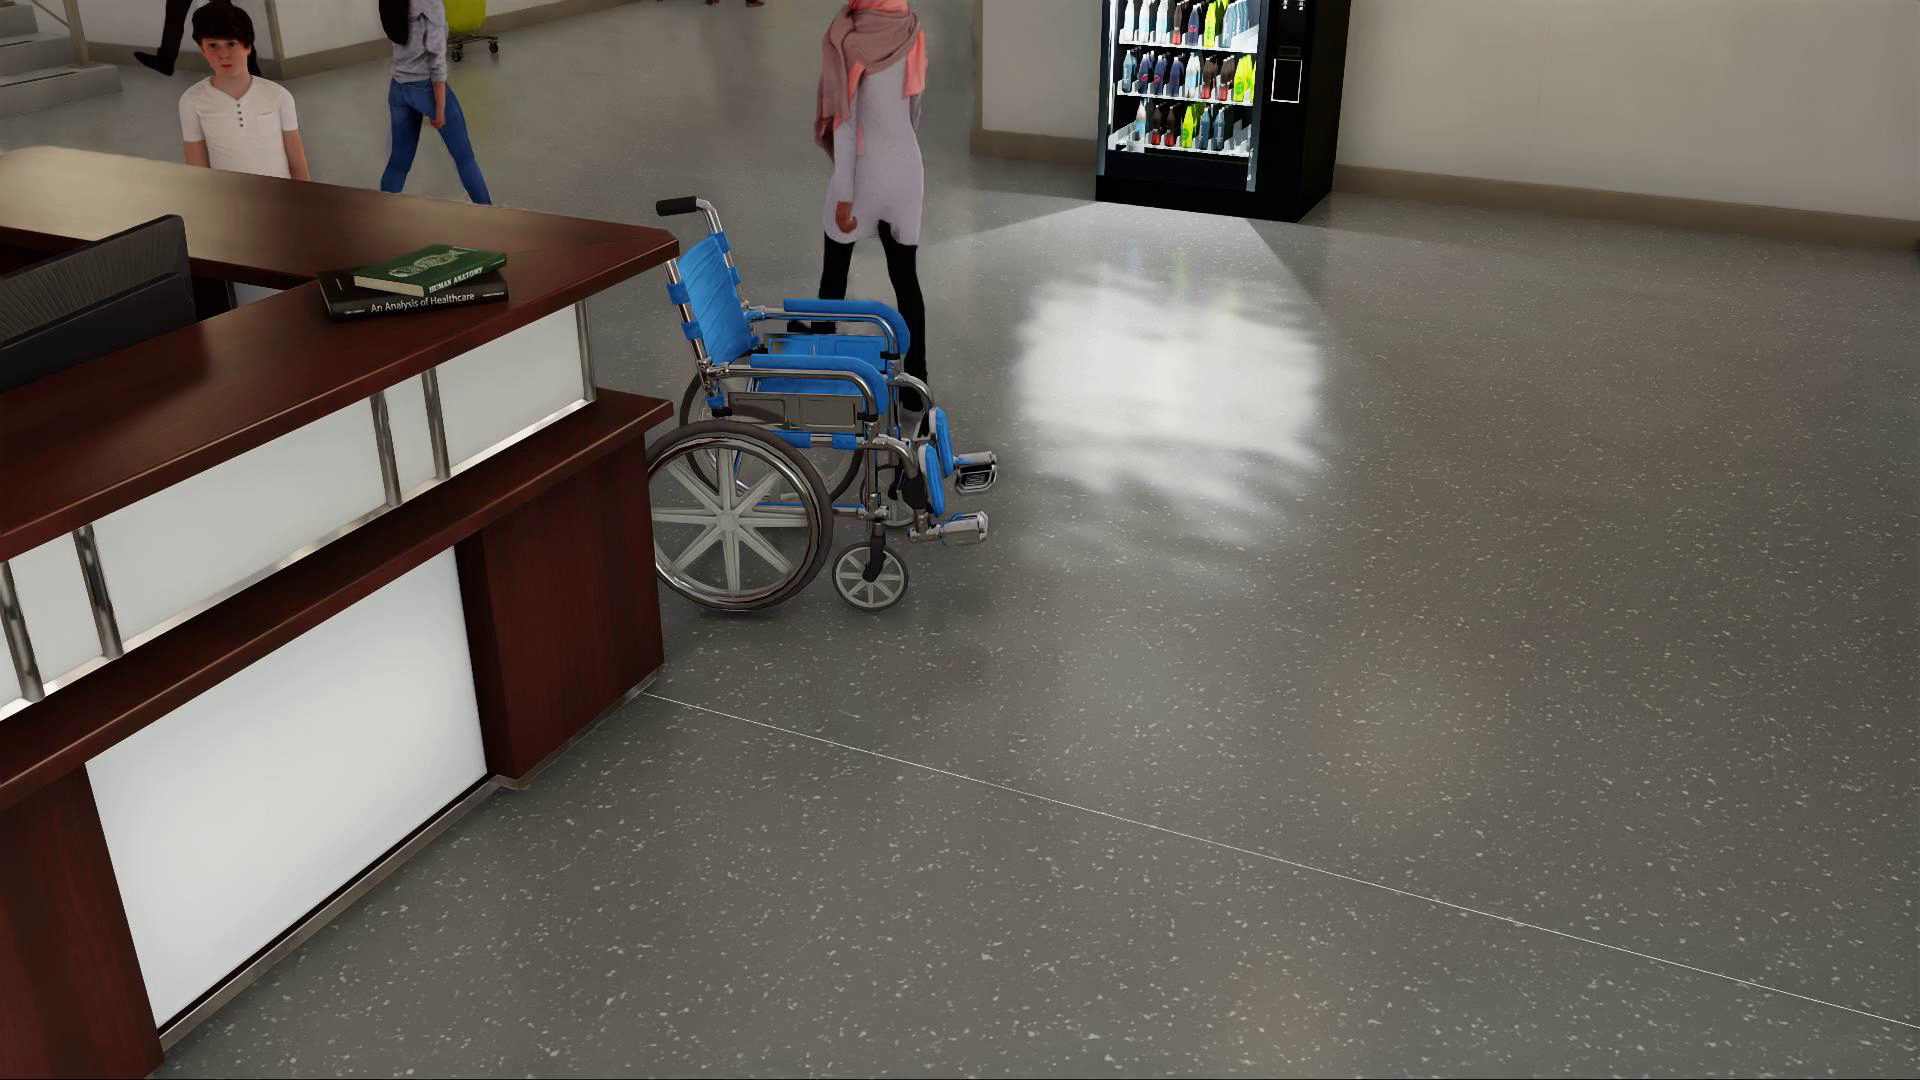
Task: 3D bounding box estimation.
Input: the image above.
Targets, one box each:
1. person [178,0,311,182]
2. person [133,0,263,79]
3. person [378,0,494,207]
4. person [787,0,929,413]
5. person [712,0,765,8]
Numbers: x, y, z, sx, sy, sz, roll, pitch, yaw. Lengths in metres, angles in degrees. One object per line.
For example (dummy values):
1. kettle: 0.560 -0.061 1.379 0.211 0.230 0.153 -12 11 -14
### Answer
1. person: -2.563 -1.119 6.097 0.659 1.655 0.706 -11 28 -22
2. person: -5.757 -4.409 12.737 1.291 1.813 0.854 5 26 10
3. person: -2.813 -2.223 8.469 1.012 1.584 0.727 14 29 27
4. person: -0.258 -1.348 6.444 0.976 1.767 1.200 -19 32 -34
5. person: -2.242 -6.136 16.335 0.884 1.799 0.728 12 28 23
